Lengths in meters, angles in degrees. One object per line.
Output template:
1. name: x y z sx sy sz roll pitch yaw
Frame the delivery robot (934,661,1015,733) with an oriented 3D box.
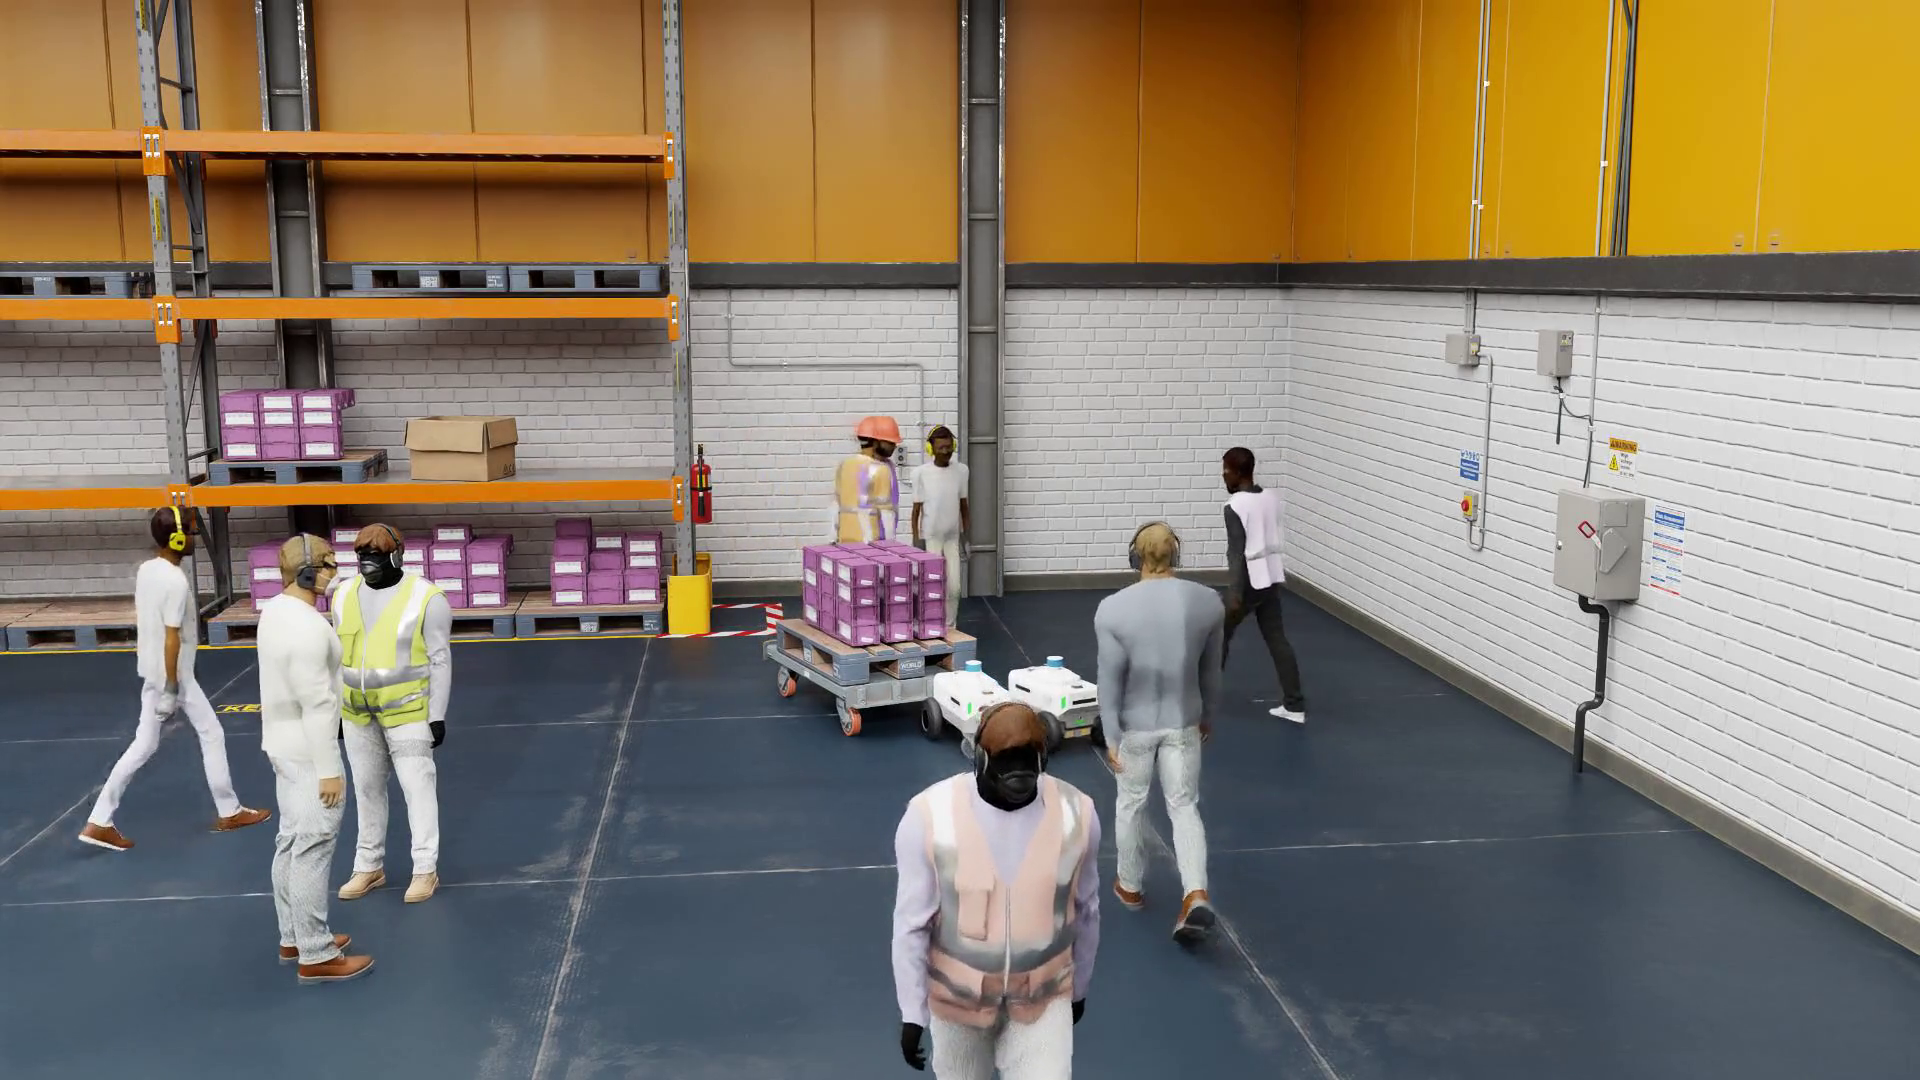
1. delivery robot: 0.087 1.015 10.618 0.477 0.478 0.707 -3 10 -19

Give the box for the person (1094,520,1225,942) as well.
1. person: 0.932 0.866 7.660 0.631 1.912 0.867 -1 9 -7

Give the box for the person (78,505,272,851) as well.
1. person: -4.238 0.724 8.808 0.522 1.827 0.949 7 12 38

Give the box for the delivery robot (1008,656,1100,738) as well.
1. delivery robot: 0.610 0.994 10.748 0.477 0.478 0.707 -5 10 -29

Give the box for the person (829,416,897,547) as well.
1. person: -0.753 -0.025 13.160 0.591 1.913 0.467 8 12 42

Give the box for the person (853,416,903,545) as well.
1. person: -0.617 -0.023 13.144 0.529 1.924 0.577 4 10 26

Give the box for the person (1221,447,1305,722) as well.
1. person: 1.901 0.299 11.337 1.023 1.855 0.651 8 12 40

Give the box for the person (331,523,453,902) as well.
1. person: -2.768 0.833 8.040 0.621 1.845 0.429 1 9 9

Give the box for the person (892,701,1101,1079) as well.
1. person: 0.117 1.358 4.922 0.634 1.792 0.945 -1 9 -5

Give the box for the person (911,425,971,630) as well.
1. person: -0.161 0.006 13.194 0.528 1.855 0.435 -4 10 -26

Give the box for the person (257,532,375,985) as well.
1. person: -2.802 0.927 7.154 0.355 1.936 0.635 -7 11 -35
